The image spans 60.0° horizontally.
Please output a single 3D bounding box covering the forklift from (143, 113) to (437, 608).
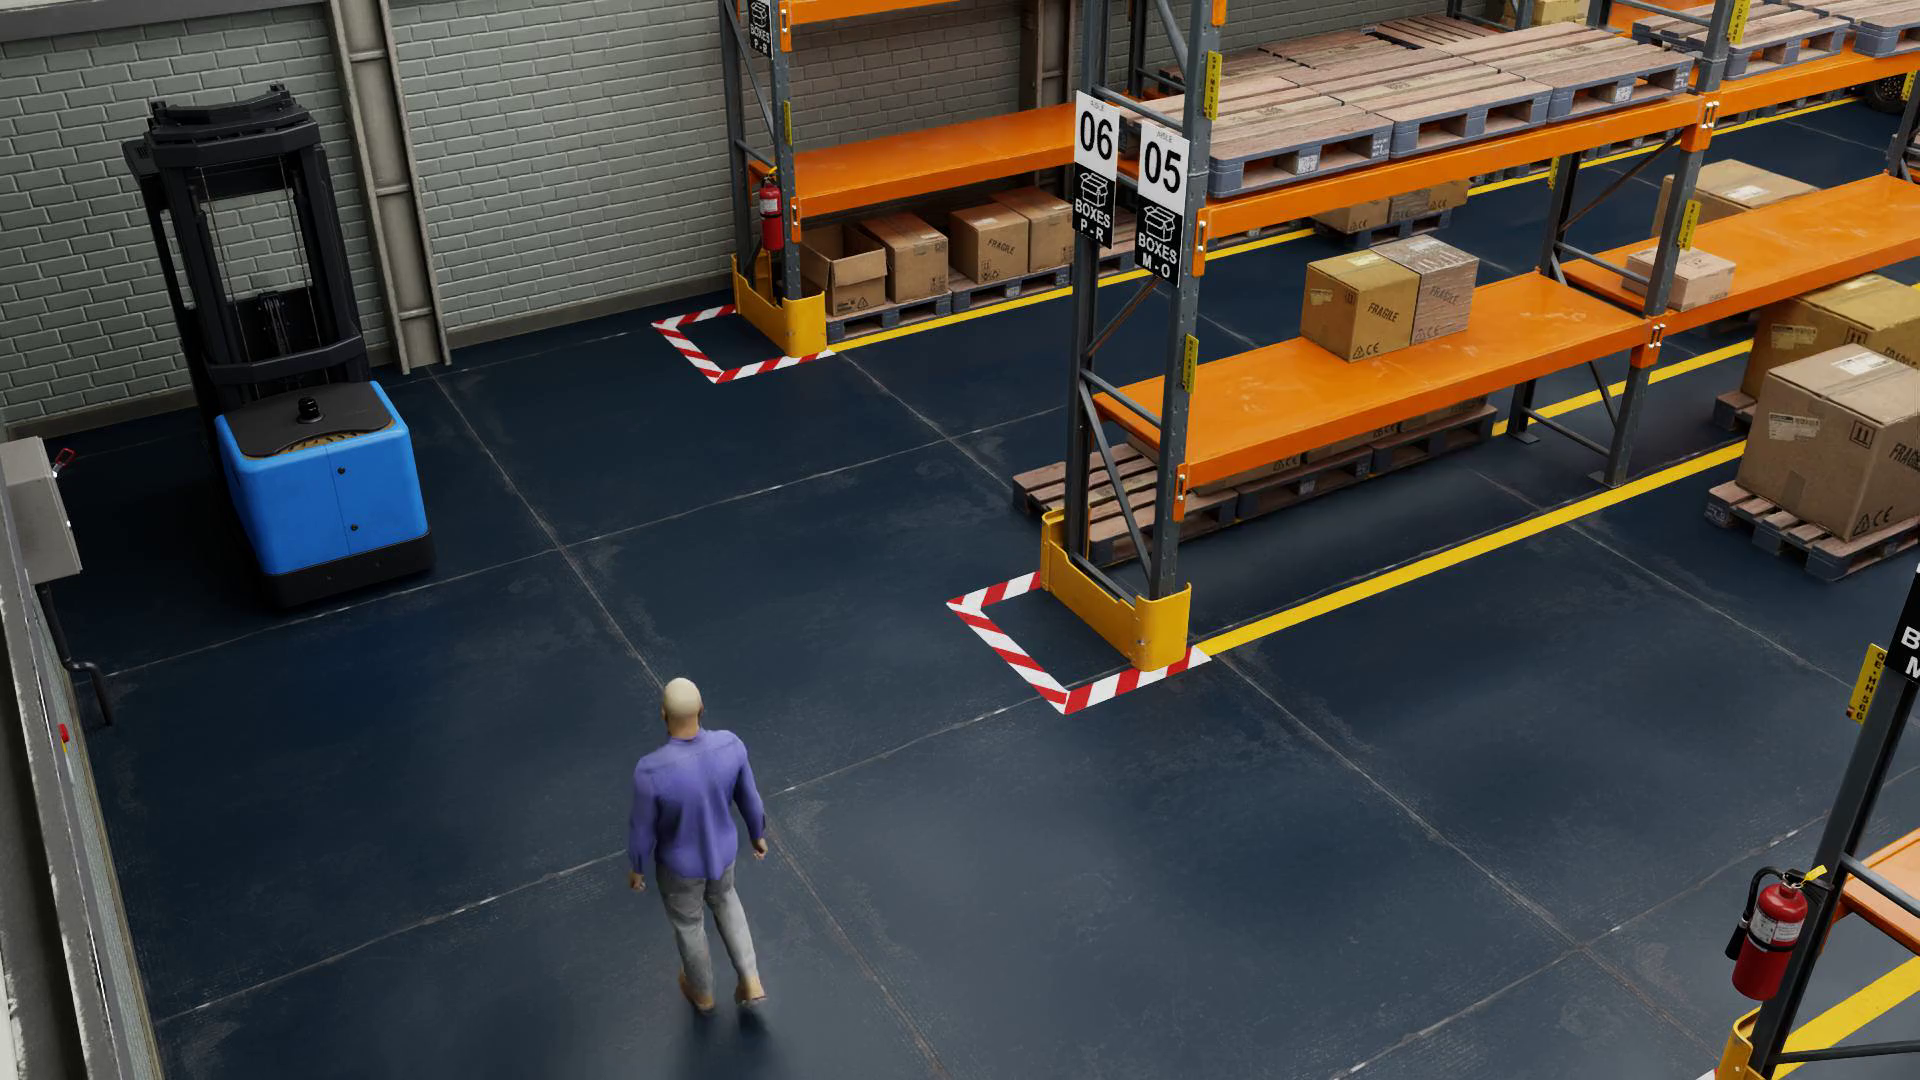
[{"bbox_3d":[-4.289,-1.259,10.509,1.129,2.768,1.873,-17,36,-26],"label":"forklift"}]

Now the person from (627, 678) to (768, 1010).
[{"bbox_3d":[-1.131,1.381,7.267,0.614,1.783,0.458,-19,37,-28],"label":"person"}]

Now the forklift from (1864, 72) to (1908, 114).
[{"bbox_3d":[11.468,-5.645,18.244,1.214,2.155,2.313,-17,36,-26],"label":"forklift"}]
